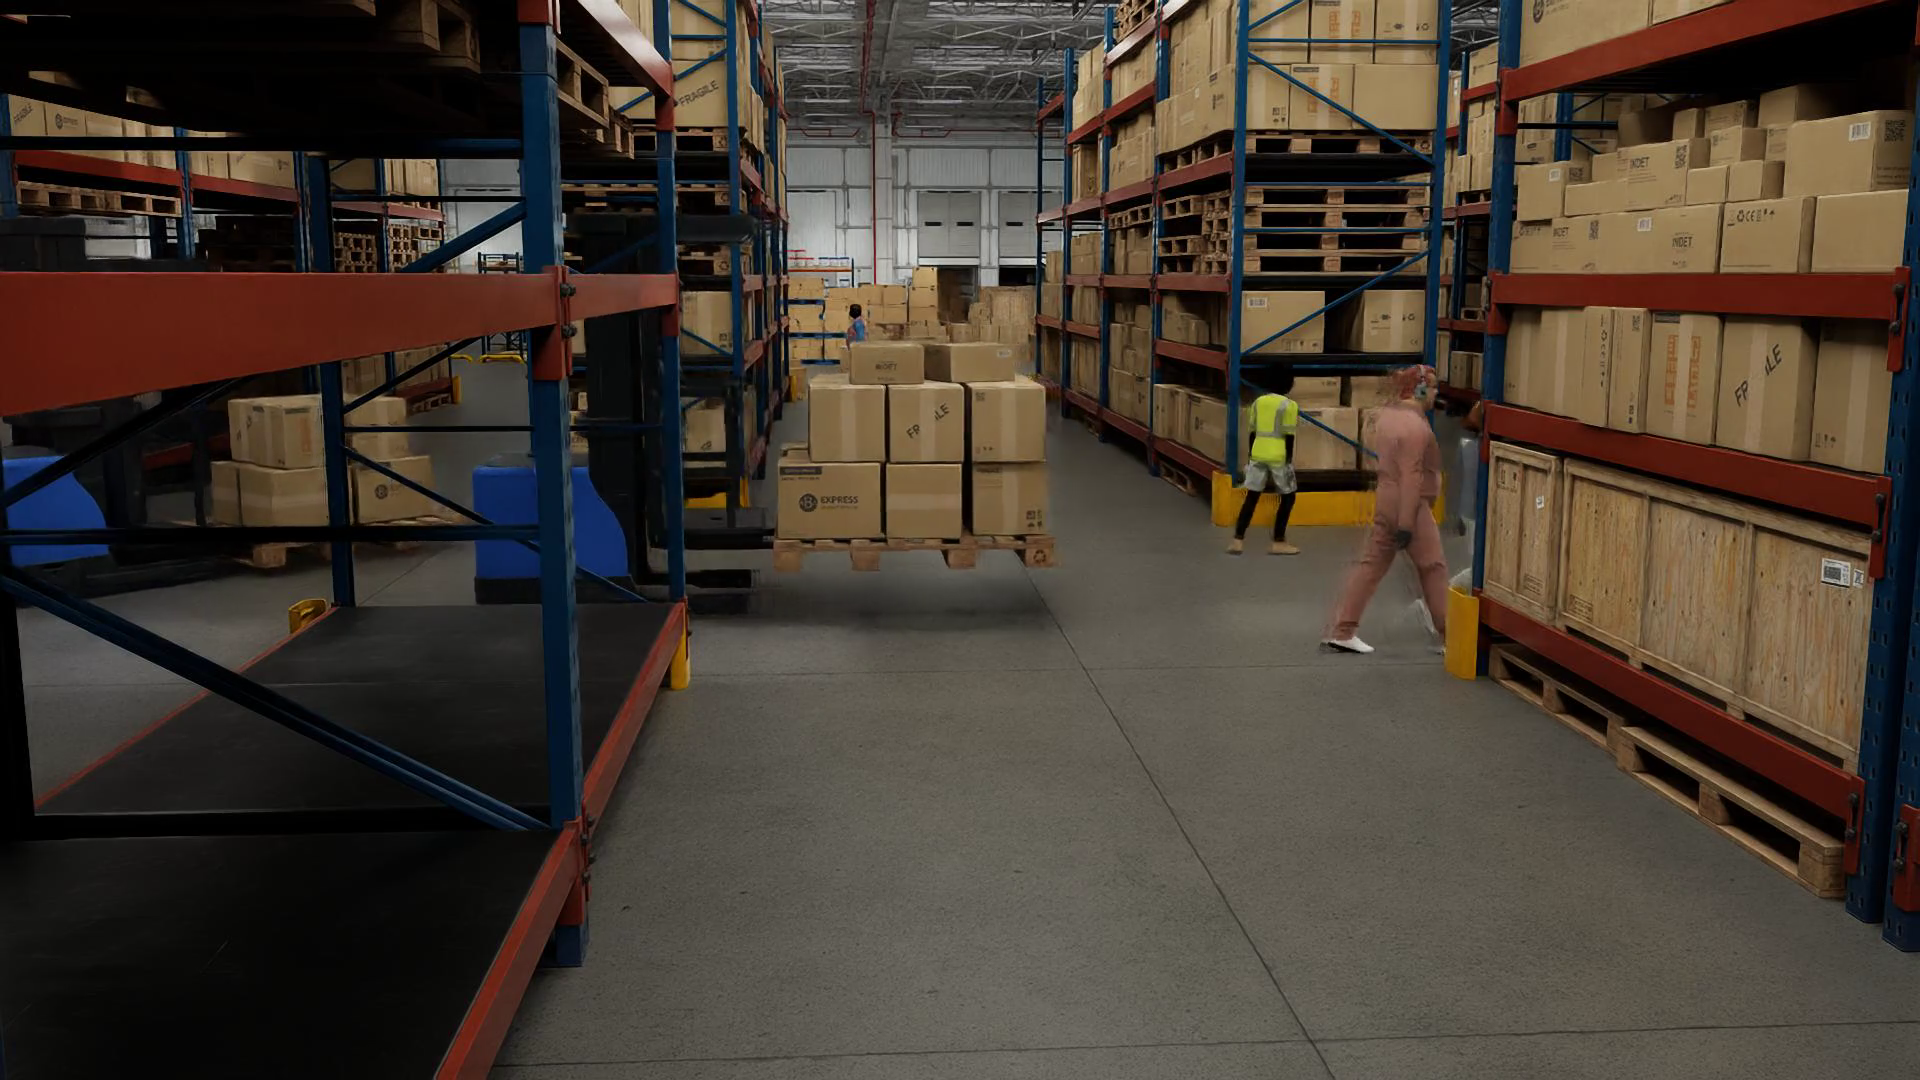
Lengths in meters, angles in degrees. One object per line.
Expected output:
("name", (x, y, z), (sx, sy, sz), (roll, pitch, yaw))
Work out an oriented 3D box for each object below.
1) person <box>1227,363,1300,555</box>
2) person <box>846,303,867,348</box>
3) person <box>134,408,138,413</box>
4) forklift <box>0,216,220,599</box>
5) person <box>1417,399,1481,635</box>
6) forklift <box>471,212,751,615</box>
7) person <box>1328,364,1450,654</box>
("person", (2.609, -0.678, 14.234), (0.542, 1.664, 0.574), (-7, 11, -36))
("person", (-2.056, -3.779, 33.110), (0.430, 1.845, 0.621), (-1, 9, -5))
("person", (-14.556, -3.134, 28.627), (0.634, 1.966, 0.804), (3, 10, 19))
("forklift", (-6.856, -1.018, 12.520), (1.129, 2.768, 1.873), (7, 12, 39))
("person", (3.381, -0.138, 10.956), (0.679, 1.614, 0.507), (0, 9, -2))
("forklift", (-2.479, -0.914, 11.871), (1.873, 2.768, 1.129), (-1, 9, -5))
("person", (2.818, -0.177, 10.484), (1.013, 1.855, 0.635), (-1, 9, -7))
